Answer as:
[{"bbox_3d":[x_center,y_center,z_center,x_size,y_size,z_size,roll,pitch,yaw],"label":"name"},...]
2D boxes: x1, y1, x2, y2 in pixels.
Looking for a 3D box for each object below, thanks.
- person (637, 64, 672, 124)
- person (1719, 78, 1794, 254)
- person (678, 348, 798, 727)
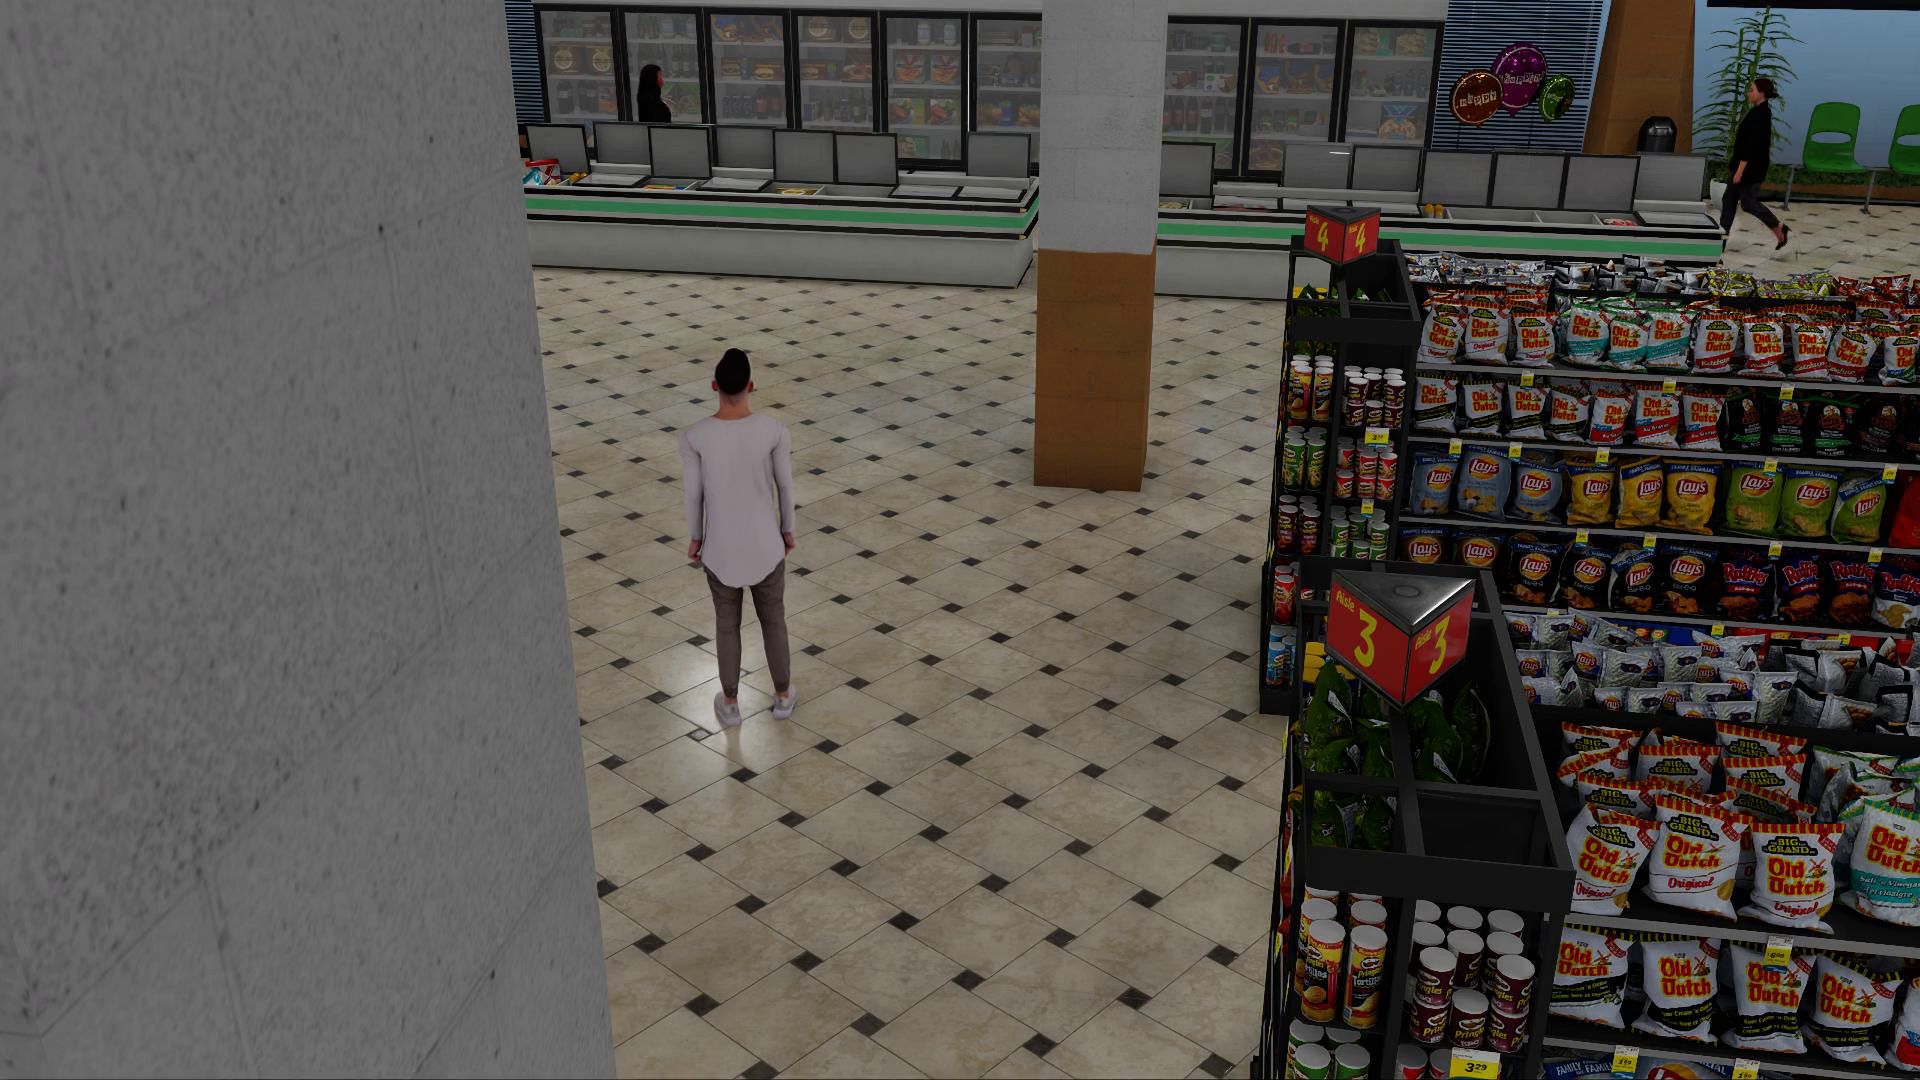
[{"bbox_3d":[-3.247,-4.192,17.578,0.792,1.615,0.761,-9,25,-20],"label":"person"},{"bbox_3d":[7.685,-3.543,16.004,1.037,1.689,0.674,6,24,13],"label":"person"},{"bbox_3d":[-1.009,-0.007,7.735,0.624,1.839,0.792,-4,24,-10],"label":"person"}]
